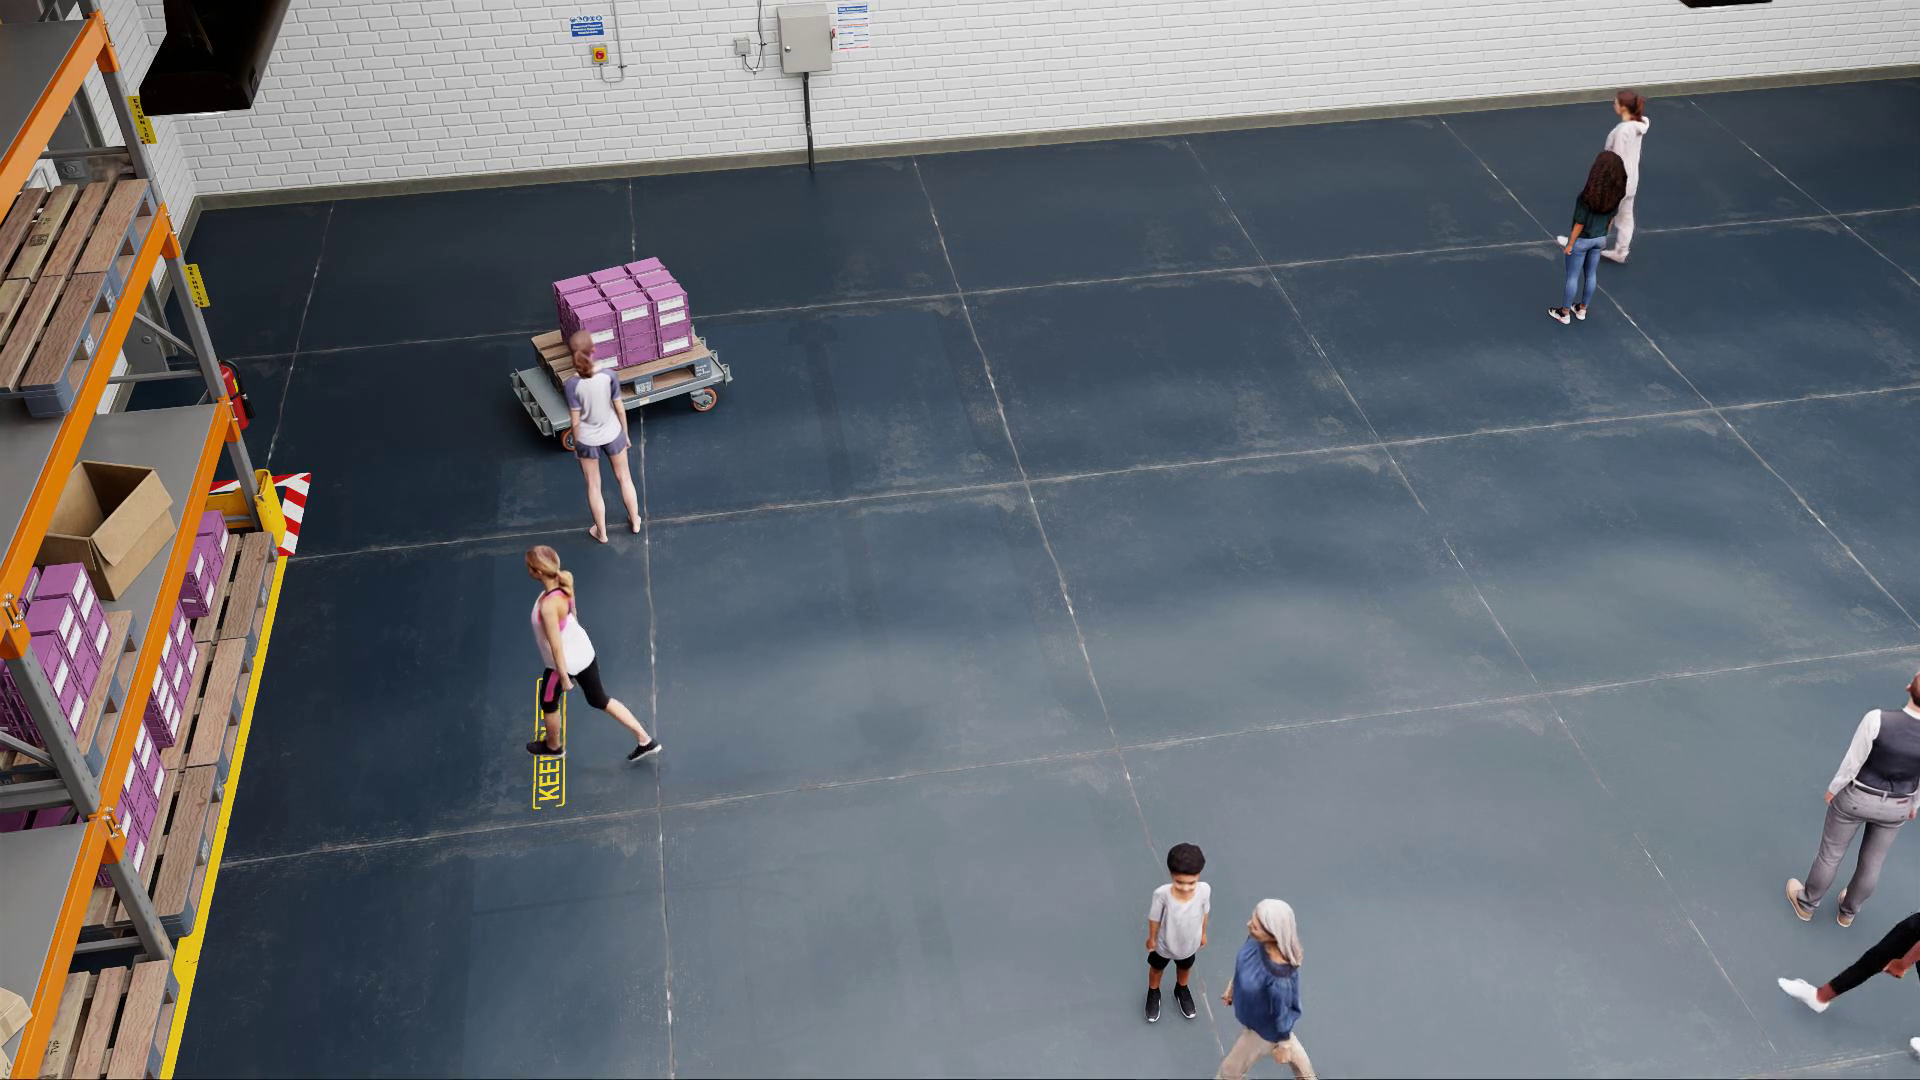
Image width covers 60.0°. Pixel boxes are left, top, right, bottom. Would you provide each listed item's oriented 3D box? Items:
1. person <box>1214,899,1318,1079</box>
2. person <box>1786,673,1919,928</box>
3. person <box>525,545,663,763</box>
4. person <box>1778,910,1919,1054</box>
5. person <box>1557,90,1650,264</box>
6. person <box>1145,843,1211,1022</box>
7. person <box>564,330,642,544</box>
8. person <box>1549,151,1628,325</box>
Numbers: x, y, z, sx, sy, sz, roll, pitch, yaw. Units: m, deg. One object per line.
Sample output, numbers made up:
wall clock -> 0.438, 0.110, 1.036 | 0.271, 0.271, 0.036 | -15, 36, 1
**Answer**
person -> 1.636, 2.403, 8.363 | 0.813, 1.644, 1.115 | 0, 39, 0
person -> 5.136, 1.447, 9.324 | 0.741, 1.938, 0.730 | 10, 40, 13
person -> -2.323, 0.763, 10.335 | 0.968, 1.745, 1.175 | 7, 39, 9
person -> 5.147, 2.155, 8.641 | 1.157, 1.684, 1.207 | 18, 42, 21
person -> 6.231, -3.342, 15.546 | 0.913, 1.656, 1.028 | -28, 46, -30
person -> 1.183, 2.115, 9.030 | 0.498, 1.261, 0.499 | -4, 39, -5
person -> -2.653, -0.754, 12.219 | 0.638, 1.765, 0.621 | -17, 41, -20
person -> 5.576, -2.684, 14.755 | 0.625, 1.616, 0.623 | -11, 40, -13
